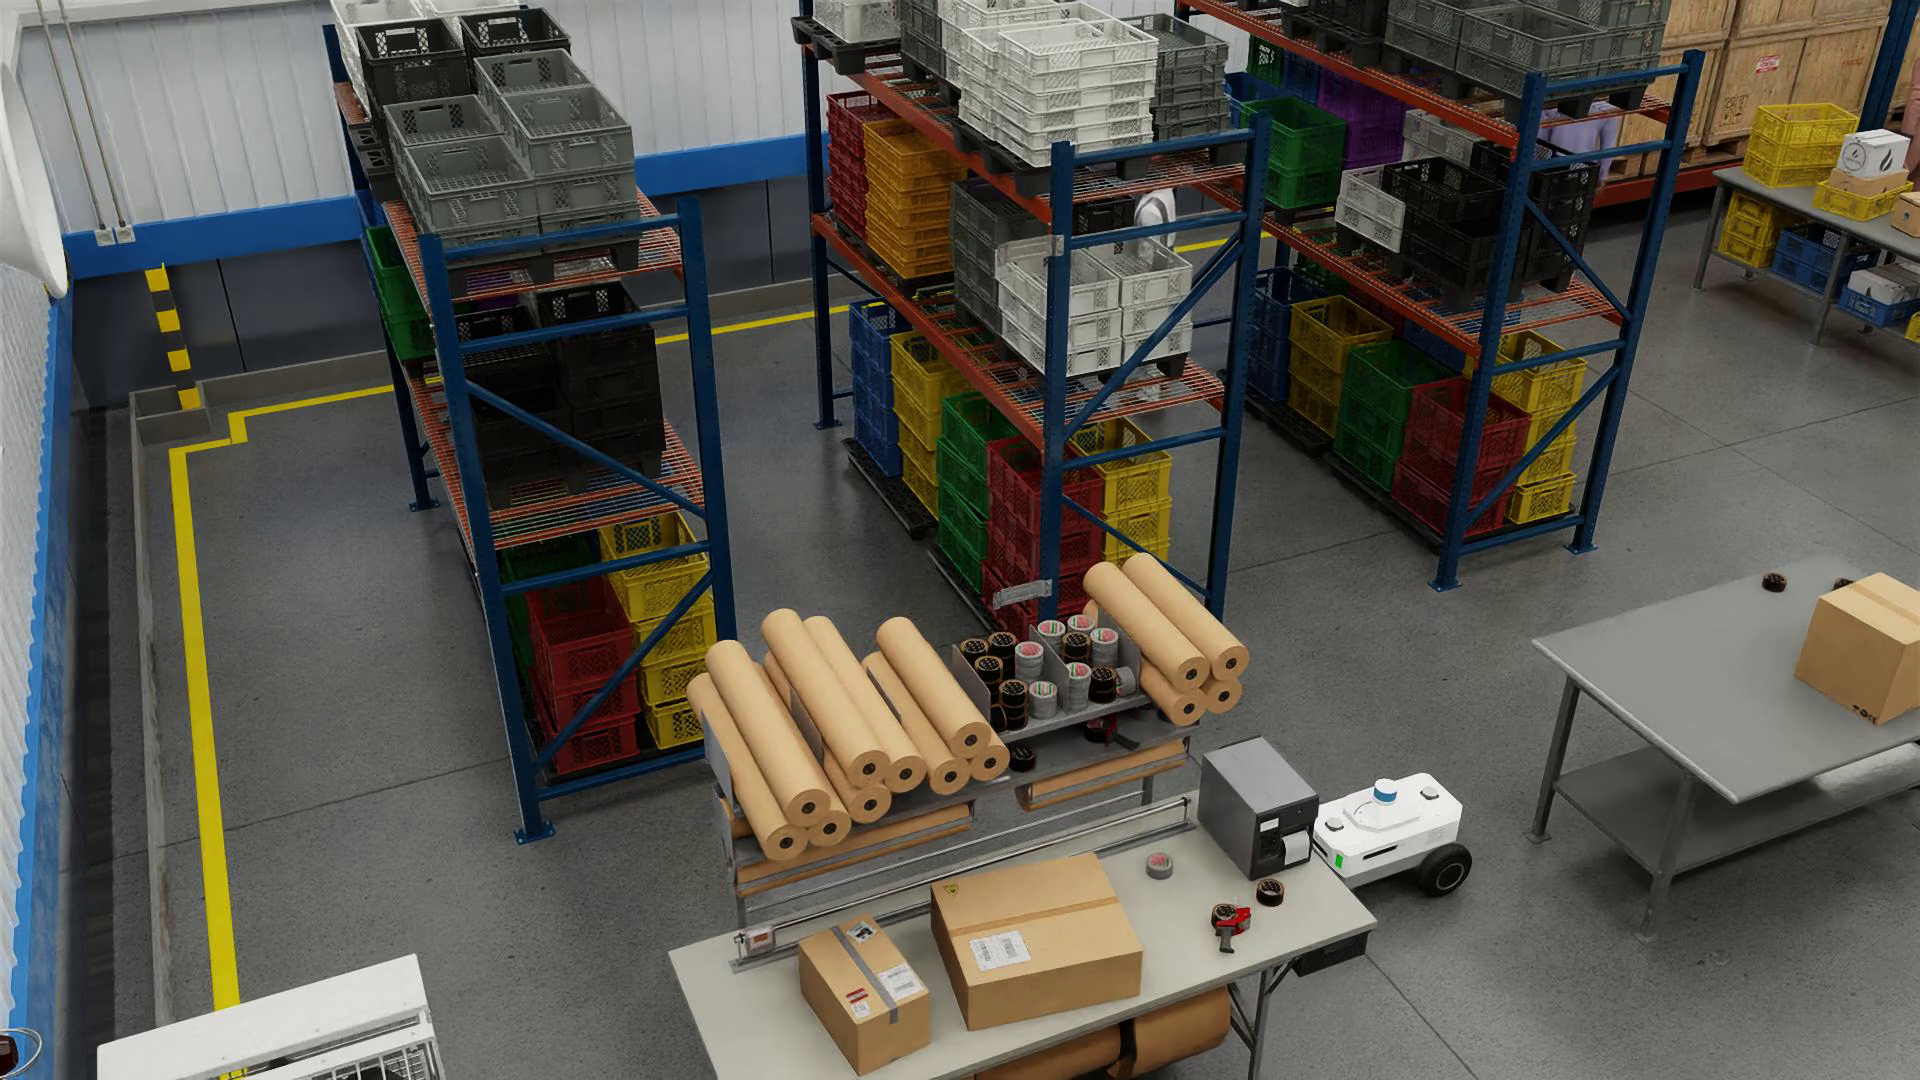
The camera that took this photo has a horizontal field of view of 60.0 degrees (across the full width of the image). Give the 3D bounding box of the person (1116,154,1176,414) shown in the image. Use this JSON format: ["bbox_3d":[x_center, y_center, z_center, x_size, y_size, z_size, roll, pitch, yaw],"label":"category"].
[{"bbox_3d":[1.282,-1.776,11.318,0.350,1.878,0.568,9,33,14],"label":"person"}]

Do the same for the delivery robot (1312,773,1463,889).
[{"bbox_3d":[1.888,1.293,7.490,0.707,0.478,0.477,-13,34,-20],"label":"delivery robot"}]

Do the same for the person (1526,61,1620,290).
[{"bbox_3d":[4.778,-2.904,13.081,0.633,1.938,0.356,10,33,15],"label":"person"}]
